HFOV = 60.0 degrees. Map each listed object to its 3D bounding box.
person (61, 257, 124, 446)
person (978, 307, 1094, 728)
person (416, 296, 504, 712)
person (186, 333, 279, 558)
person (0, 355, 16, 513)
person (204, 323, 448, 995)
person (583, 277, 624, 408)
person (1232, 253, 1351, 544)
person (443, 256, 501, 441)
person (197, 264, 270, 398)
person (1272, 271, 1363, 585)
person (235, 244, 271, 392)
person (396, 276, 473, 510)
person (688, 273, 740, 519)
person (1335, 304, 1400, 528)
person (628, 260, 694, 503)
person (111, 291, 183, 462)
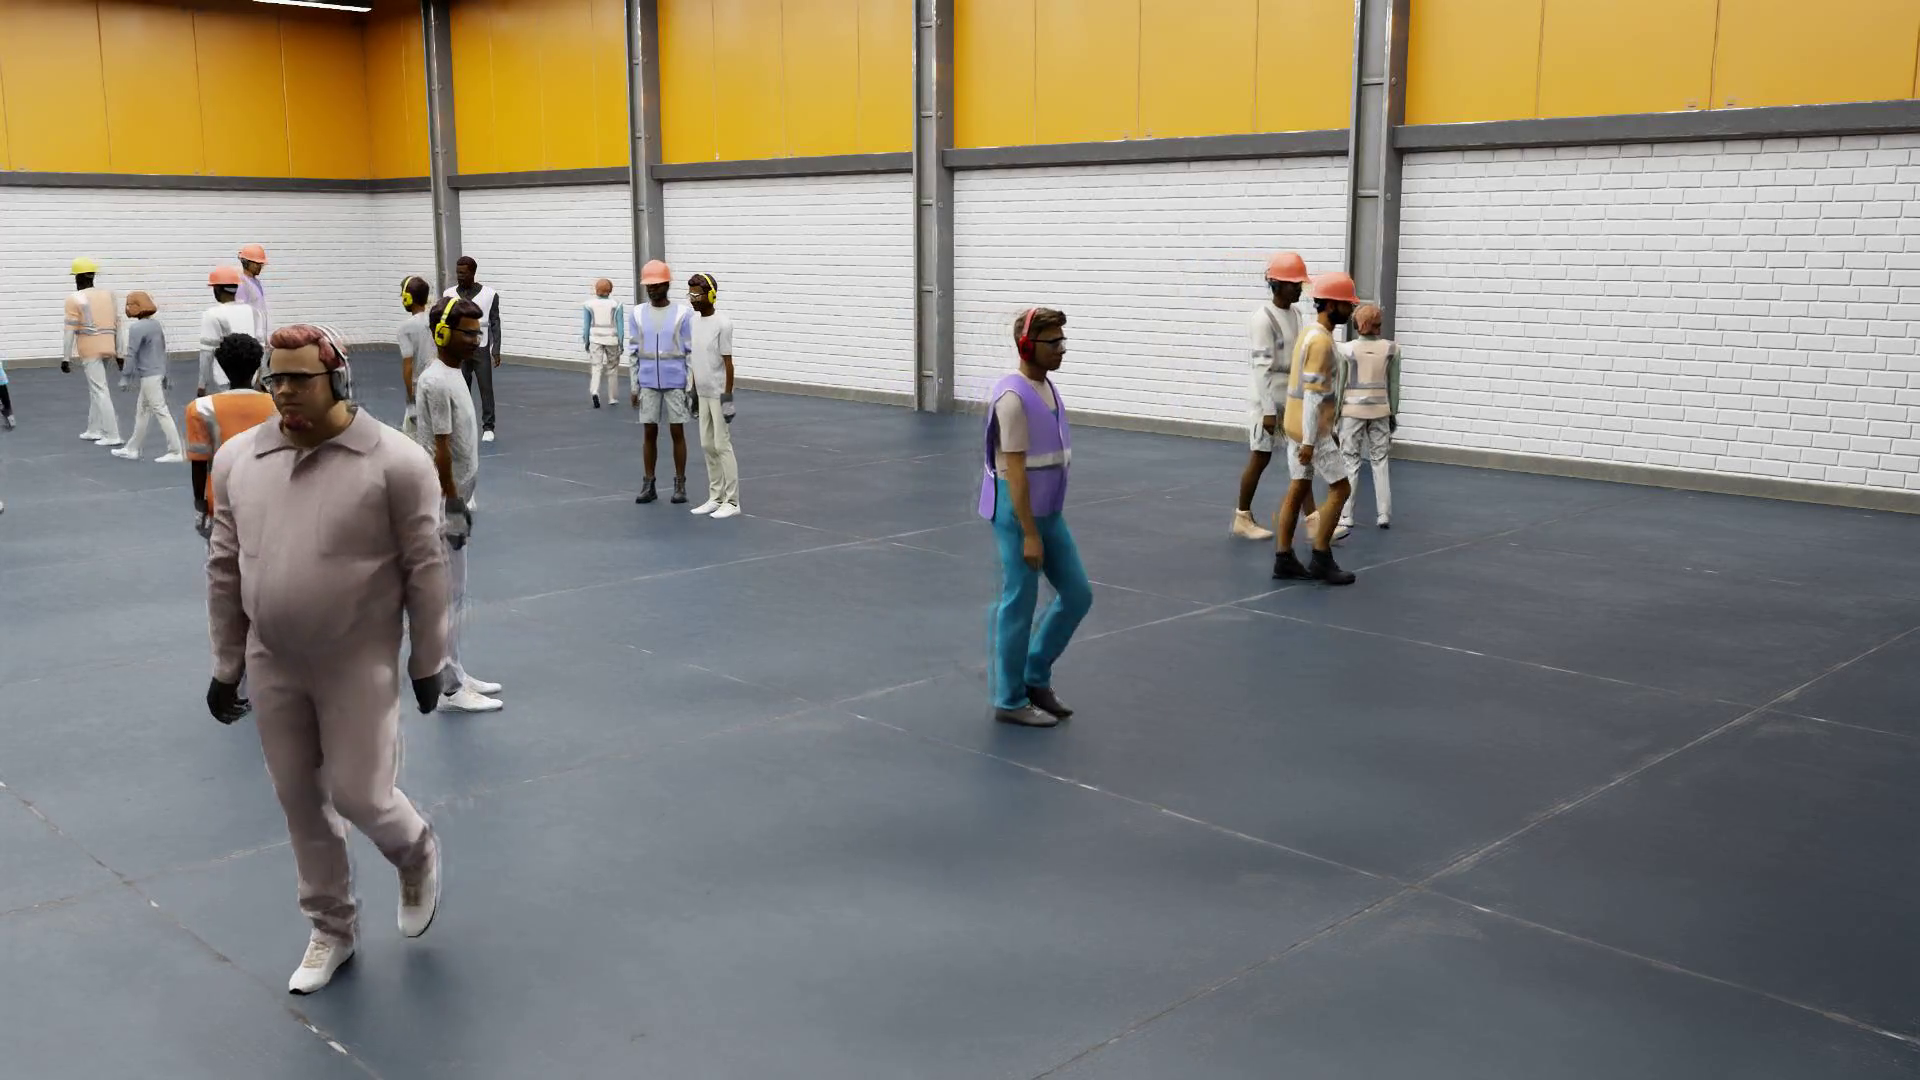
[{"bbox_3d":[-8.887,-1.906,16.901,0.786,1.900,0.610,4,11,18],"label":"person"},{"bbox_3d":[0.326,-0.078,7.136,0.480,1.826,0.572,5,12,26],"label":"person"},{"bbox_3d":[-2.272,-0.163,7.518,0.335,1.865,0.520,-2,11,-13],"label":"person"},{"bbox_3d":[-3.491,-0.186,8.188,0.546,1.650,0.847,-5,11,-25],"label":"person"},{"bbox_3d":[-7.265,-0.914,12.202,0.548,1.647,0.878,-1,10,-4],"label":"person"},{"bbox_3d":[-1.805,0.331,4.750,0.647,1.892,0.480,1,10,7],"label":"person"},{"bbox_3d":[-4.444,-2.461,20.728,0.523,1.611,0.761,0,10,-1],"label":"person"},{"bbox_3d":[2.251,-0.954,11.436,0.770,2.018,0.635,9,14,40],"label":"person"},{"bbox_3d":[-5.058,-1.978,17.269,0.597,1.915,0.370,0,10,3],"label":"person"},{"bbox_3d":[-6.184,-1.390,14.157,0.986,1.889,0.561,5,12,26],"label":"person"},{"bbox_3d":[2.230,-0.676,10.174,0.639,1.911,0.561,0,10,2],"label":"person"},{"bbox_3d":[-7.873,-2.280,18.601,0.392,2.033,0.605,-1,10,-4],"label":"person"},{"bbox_3d":[-4.157,-1.128,12.906,0.947,1.822,0.524,9,13,39],"label":"person"},{"bbox_3d":[-1.878,-1.082,12.578,0.367,1.853,0.496,-9,14,-40],"label":"person"},{"bbox_3d":[2.953,-0.877,12.118,0.531,1.652,0.441,-1,10,-6],"label":"person"},{"bbox_3d":[-2.373,-1.248,13.248,0.559,1.932,0.375,1,10,4],"label":"person"},{"bbox_3d":[-7.712,-1.518,15.604,0.786,1.596,0.521,0,10,-2],"label":"person"}]
